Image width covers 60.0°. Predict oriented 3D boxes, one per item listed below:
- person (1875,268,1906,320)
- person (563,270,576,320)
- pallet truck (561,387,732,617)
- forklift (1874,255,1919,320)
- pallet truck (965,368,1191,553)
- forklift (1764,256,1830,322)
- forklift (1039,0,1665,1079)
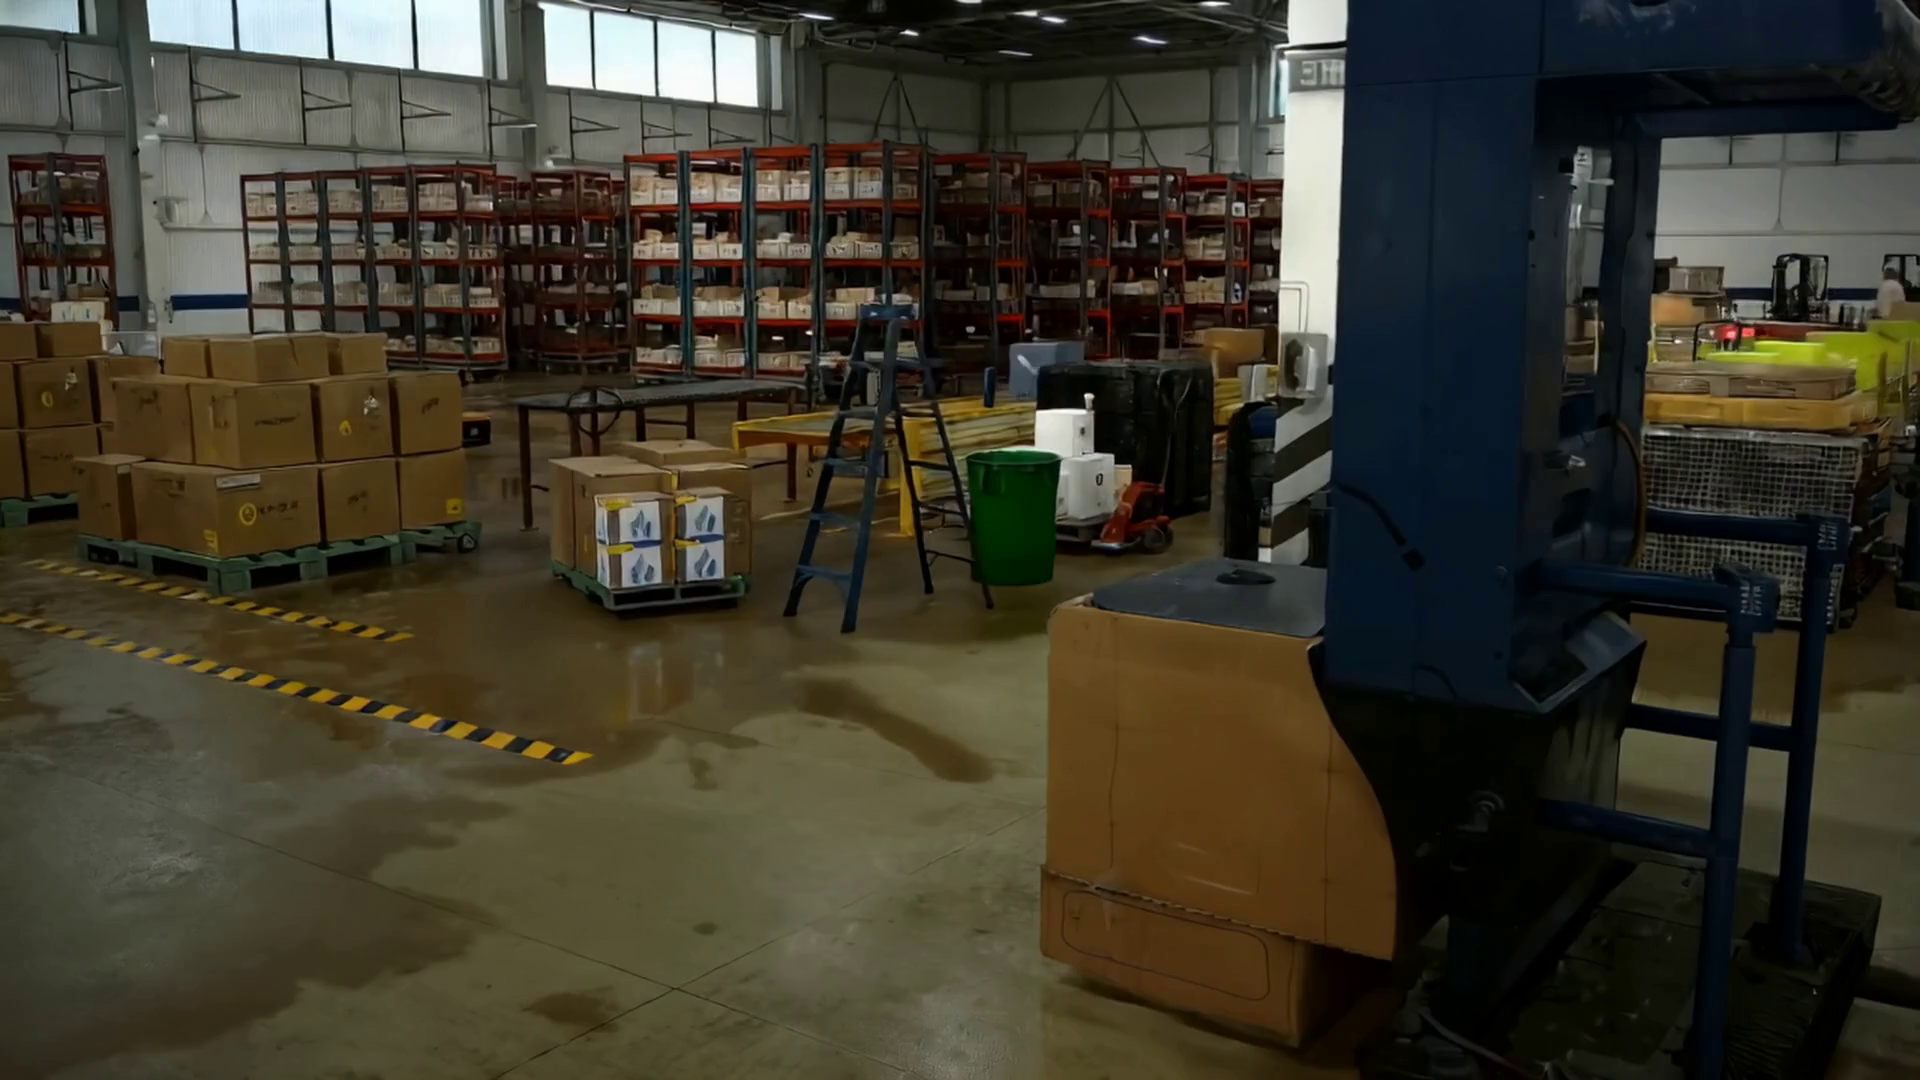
[{"bbox_3d":[19.611,-4.749,34.855,0.974,1.859,0.659,-1,10,-5],"label":"person"},{"bbox_3d":[-9.294,-5.511,39.527,0.564,1.820,0.639,6,11,33],"label":"person"},{"bbox_3d":[-1.981,-0.274,10.088,0.680,1.201,1.601,-5,11,-28],"label":"pallet truck"},{"bbox_3d":[22.089,-5.634,38.796,1.157,1.987,2.680,6,11,33],"label":"forklift"},{"bbox_3d":[0.845,-0.609,11.869,1.630,1.274,0.653,7,12,35],"label":"pallet truck"},{"bbox_3d":[20.253,-5.854,40.139,1.157,1.987,2.680,7,12,35],"label":"forklift"},{"bbox_3d":[1.249,-0.137,4.360,1.873,2.768,1.129,7,12,35],"label":"forklift"}]
